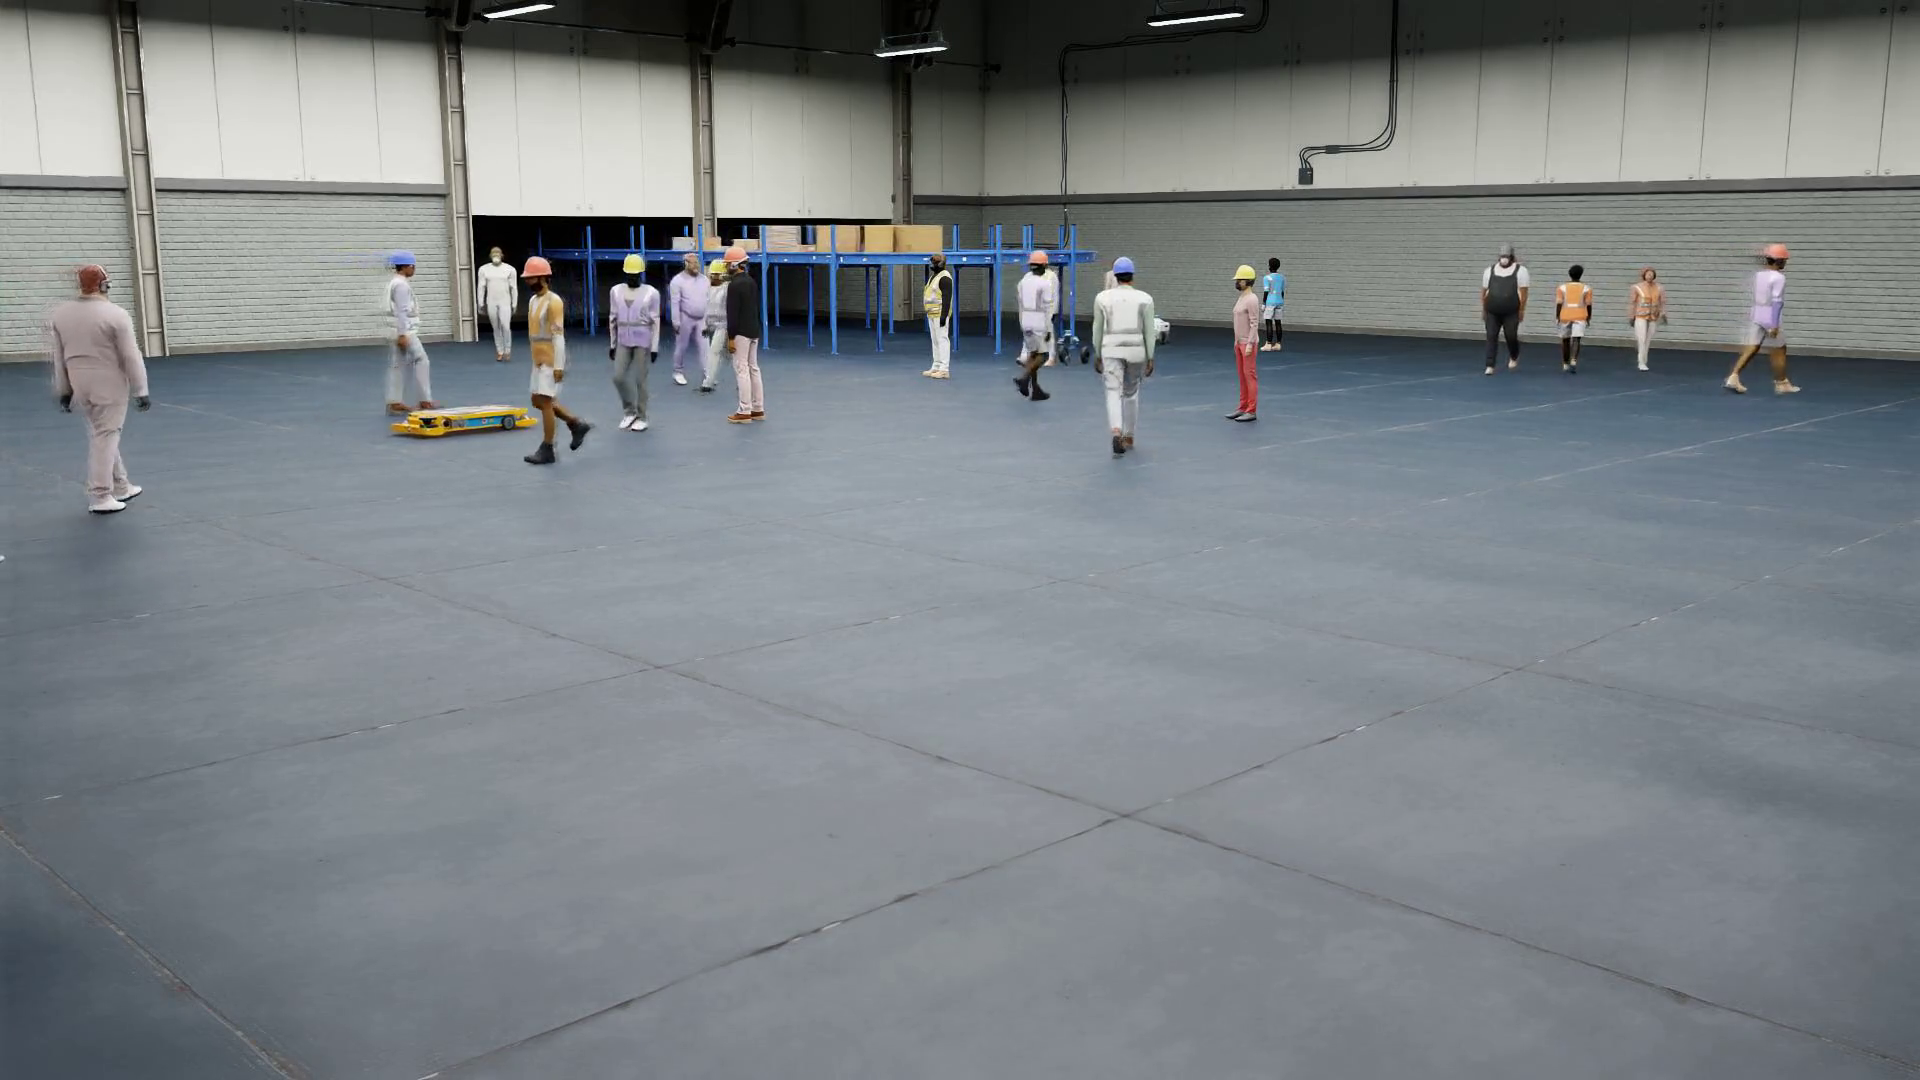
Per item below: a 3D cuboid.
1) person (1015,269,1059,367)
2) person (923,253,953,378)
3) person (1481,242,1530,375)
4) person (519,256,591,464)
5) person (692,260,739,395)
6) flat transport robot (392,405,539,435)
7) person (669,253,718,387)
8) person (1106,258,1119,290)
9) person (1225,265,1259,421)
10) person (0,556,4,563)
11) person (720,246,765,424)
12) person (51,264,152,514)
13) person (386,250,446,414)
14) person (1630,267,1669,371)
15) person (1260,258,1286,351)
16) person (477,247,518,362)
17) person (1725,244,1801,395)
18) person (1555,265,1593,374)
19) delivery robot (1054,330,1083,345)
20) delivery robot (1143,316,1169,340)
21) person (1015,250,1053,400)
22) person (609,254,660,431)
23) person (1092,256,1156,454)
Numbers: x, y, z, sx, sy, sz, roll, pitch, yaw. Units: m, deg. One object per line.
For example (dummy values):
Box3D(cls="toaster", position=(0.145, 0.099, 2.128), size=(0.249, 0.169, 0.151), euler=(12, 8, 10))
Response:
Box3D(cls="person", position=(1.256, -3.664, 26.682), size=(0.647, 1.791, 0.946), euler=(5, 12, 28))
Box3D(cls="person", position=(-0.335, -3.353, 24.858), size=(0.429, 1.844, 0.630), euler=(-4, 11, -19))
Box3D(cls="person", position=(8.322, -3.540, 25.448), size=(0.692, 2.000, 0.705), euler=(6, 12, 28))
Box3D(cls="person", position=(-3.812, -1.692, 15.601), size=(0.626, 1.921, 0.545), euler=(-8, 13, -38))
Box3D(cls="person", position=(-3.173, -2.869, 22.374), size=(0.927, 1.792, 0.597), euler=(-5, 12, -25))
Box3D(cls="flat transport robot", position=(-5.393, -1.321, 18.173), size=(0.652, 0.197, 1.431), euler=(8, 13, 39))
Box3D(cls="person", position=(-3.779, -3.095, 23.416), size=(0.667, 1.864, 1.008), euler=(-8, 13, -36))
Box3D(cls="person", position=(3.387, -5.225, 35.656), size=(0.499, 1.622, 0.356), euler=(-4, 11, -19))
Box3D(cls="person", position=(3.256, -2.252, 19.055), size=(0.316, 1.769, 0.523), euler=(-2, 11, -8))
Box3D(cls="person", position=(-6.498, -0.540, 10.221), size=(0.920, 1.585, 0.505), euler=(-9, 14, -40))
Box3D(cls="person", position=(-2.506, -2.340, 18.961), size=(0.417, 1.986, 0.608), euler=(3, 11, 18))
Box3D(cls="person", position=(-6.549, -1.181, 12.894), size=(0.673, 1.877, 0.838), euler=(2, 11, 13))
Box3D(cls="person", position=(-6.467, -2.459, 19.736), size=(0.769, 1.921, 0.646), euler=(-5, 11, -24))
Box3D(cls="person", position=(10.742, -3.431, 25.899), size=(0.526, 1.609, 0.731), euler=(0, 10, 0))
Box3D(cls="person", position=(5.735, -4.316, 30.503), size=(0.541, 1.696, 0.315), euler=(-7, 13, -34))
Box3D(cls="person", position=(-7.763, -3.937, 27.879), size=(0.646, 1.904, 0.874), euler=(-1, 10, -5))
Box3D(cls="person", position=(10.787, -2.949, 22.243), size=(1.025, 1.999, 0.621), euler=(-1, 10, -6))
Box3D(cls="person", position=(9.462, -3.408, 25.656), size=(0.538, 1.663, 0.828), euler=(4, 11, 21))
Box3D(cls="delivery robot", position=(1.799, -3.360, 27.555), size=(0.335, 0.223, 0.698), euler=(6, 12, 30))
Box3D(cls="delivery robot", position=(3.853, -4.162, 32.640), size=(0.477, 0.478, 0.707), euler=(5, 12, 25))
Box3D(cls="person", position=(0.926, -2.749, 21.341), size=(0.550, 1.923, 0.631), euler=(10, 14, 43))
Box3D(cls="person", position=(-3.535, -2.130, 18.006), size=(0.609, 1.902, 0.464), euler=(3, 11, 14))
Box3D(cls="person", position=(1.613, -1.810, 16.268), size=(0.612, 1.912, 0.880), euler=(-1, 10, -4))
